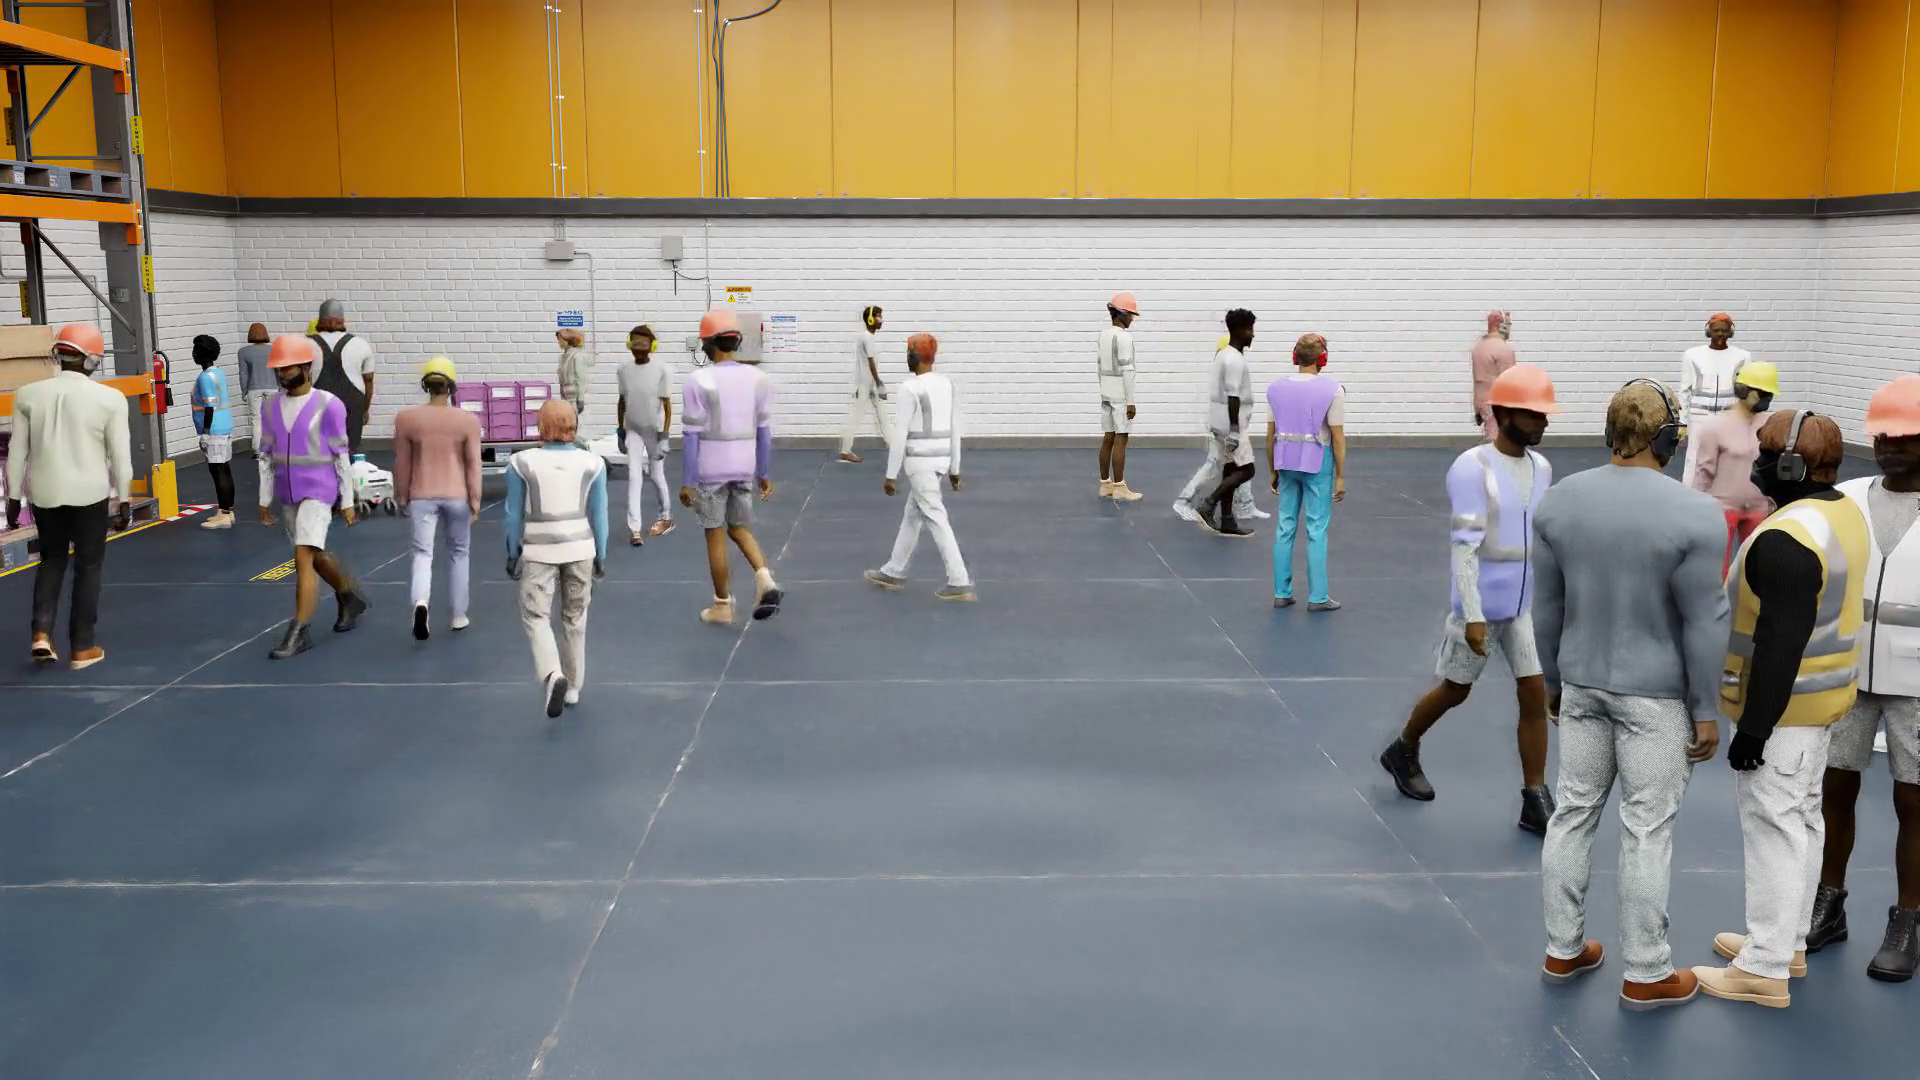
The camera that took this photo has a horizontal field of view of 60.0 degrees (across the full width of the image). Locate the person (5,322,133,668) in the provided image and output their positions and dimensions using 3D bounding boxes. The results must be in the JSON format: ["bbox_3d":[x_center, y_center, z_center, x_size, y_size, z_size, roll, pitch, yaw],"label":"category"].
[{"bbox_3d":[-5.055,-0.253,9.505,0.654,1.961,0.547,-1,9,-7],"label":"person"}]

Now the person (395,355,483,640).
[{"bbox_3d":[-3.190,-0.254,10.184,0.529,1.737,0.714,-2,10,-13],"label":"person"}]

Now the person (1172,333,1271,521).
[{"bbox_3d":[2.352,-1.016,14.972,0.881,1.702,0.486,0,9,3],"label":"person"}]

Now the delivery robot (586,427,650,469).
[{"bbox_3d":[-3.663,-0.978,17.964,0.707,0.478,0.477,-1,9,-7],"label":"delivery robot"}]

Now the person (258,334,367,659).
[{"bbox_3d":[-3.909,-0.298,10.029,0.566,1.898,0.967,3,10,16],"label":"person"}]

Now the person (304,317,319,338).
[{"bbox_3d":[-6.509,-1.362,16.842,0.624,1.788,0.471,4,10,23],"label":"person"}]

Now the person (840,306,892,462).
[{"bbox_3d":[-0.983,-1.805,19.434,0.948,1.826,0.504,0,9,2],"label":"person"}]

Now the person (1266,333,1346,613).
[{"bbox_3d":[2.280,-0.437,11.002,0.568,1.841,0.386,7,12,38],"label":"person"}]

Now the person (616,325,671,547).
[{"bbox_3d":[-2.616,-0.880,13.823,0.510,1.820,0.916,1,9,5],"label":"person"}]

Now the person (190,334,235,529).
[{"bbox_3d":[-6.538,-0.944,14.554,0.319,1.697,0.532,-2,9,-12],"label":"person"}]

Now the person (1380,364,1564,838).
[{"bbox_3d":[2.138,0.223,6.798,0.547,1.904,0.936,-5,10,-26],"label":"person"}]

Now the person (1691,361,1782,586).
[{"bbox_3d":[4.519,-0.180,9.731,0.560,1.742,0.470,-1,9,-5],"label":"person"}]

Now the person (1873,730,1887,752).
[{"bbox_3d":[4.495,0.087,7.629,0.639,1.890,0.703,-8,12,-39],"label":"person"}]

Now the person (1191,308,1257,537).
[{"bbox_3d":[2.250,-0.968,13.942,0.469,1.949,0.605,0,9,-3],"label":"person"}]

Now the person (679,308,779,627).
[{"bbox_3d":[-1.440,-0.434,10.413,0.618,2.025,0.579,-8,12,-41],"label":"person"}]

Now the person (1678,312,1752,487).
[{"bbox_3d":[6.658,-1.062,14.723,0.584,1.876,0.337,3,10,17],"label":"person"}]

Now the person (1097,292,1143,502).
[{"bbox_3d":[1.565,-1.393,16.269,0.382,2.037,0.606,-4,10,-22],"label":"person"}]

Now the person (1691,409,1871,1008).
[{"bbox_3d":[2.534,0.515,5.163,0.429,1.844,0.626,7,12,39],"label":"person"}]

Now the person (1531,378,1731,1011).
[{"bbox_3d":[2.054,0.471,5.136,0.372,1.940,0.630,-7,12,-38],"label":"person"}]

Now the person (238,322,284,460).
[{"bbox_3d":[-8.288,-1.764,19.765,0.500,1.636,0.284,-4,10,-23],"label":"person"}]

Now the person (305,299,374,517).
[{"bbox_3d":[-5.798,-1.264,15.462,0.686,2.000,1.035,-3,10,-18],"label":"person"}]

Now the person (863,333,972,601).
[{"bbox_3d":[-0.279,-0.507,11.476,0.974,1.829,0.596,6,11,34],"label":"person"}]

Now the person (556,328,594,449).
[{"bbox_3d":[-4.230,-1.537,18.416,0.450,1.622,0.531,-7,12,-38],"label":"person"}]

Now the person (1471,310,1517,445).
[{"bbox_3d":[5.206,-1.304,16.211,0.869,1.877,0.654,0,9,-2],"label":"person"}]

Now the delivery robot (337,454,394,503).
[{"bbox_3d":[-5.530,-0.548,15.328,0.707,0.478,0.477,9,13,43],"label":"delivery robot"}]

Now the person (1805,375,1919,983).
[{"bbox_3d":[2.966,0.444,5.329,0.381,1.935,0.561,-8,12,-39],"label":"person"}]

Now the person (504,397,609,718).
[{"bbox_3d":[-2.019,0.093,8.400,0.522,1.621,0.623,-4,10,-23],"label":"person"}]
